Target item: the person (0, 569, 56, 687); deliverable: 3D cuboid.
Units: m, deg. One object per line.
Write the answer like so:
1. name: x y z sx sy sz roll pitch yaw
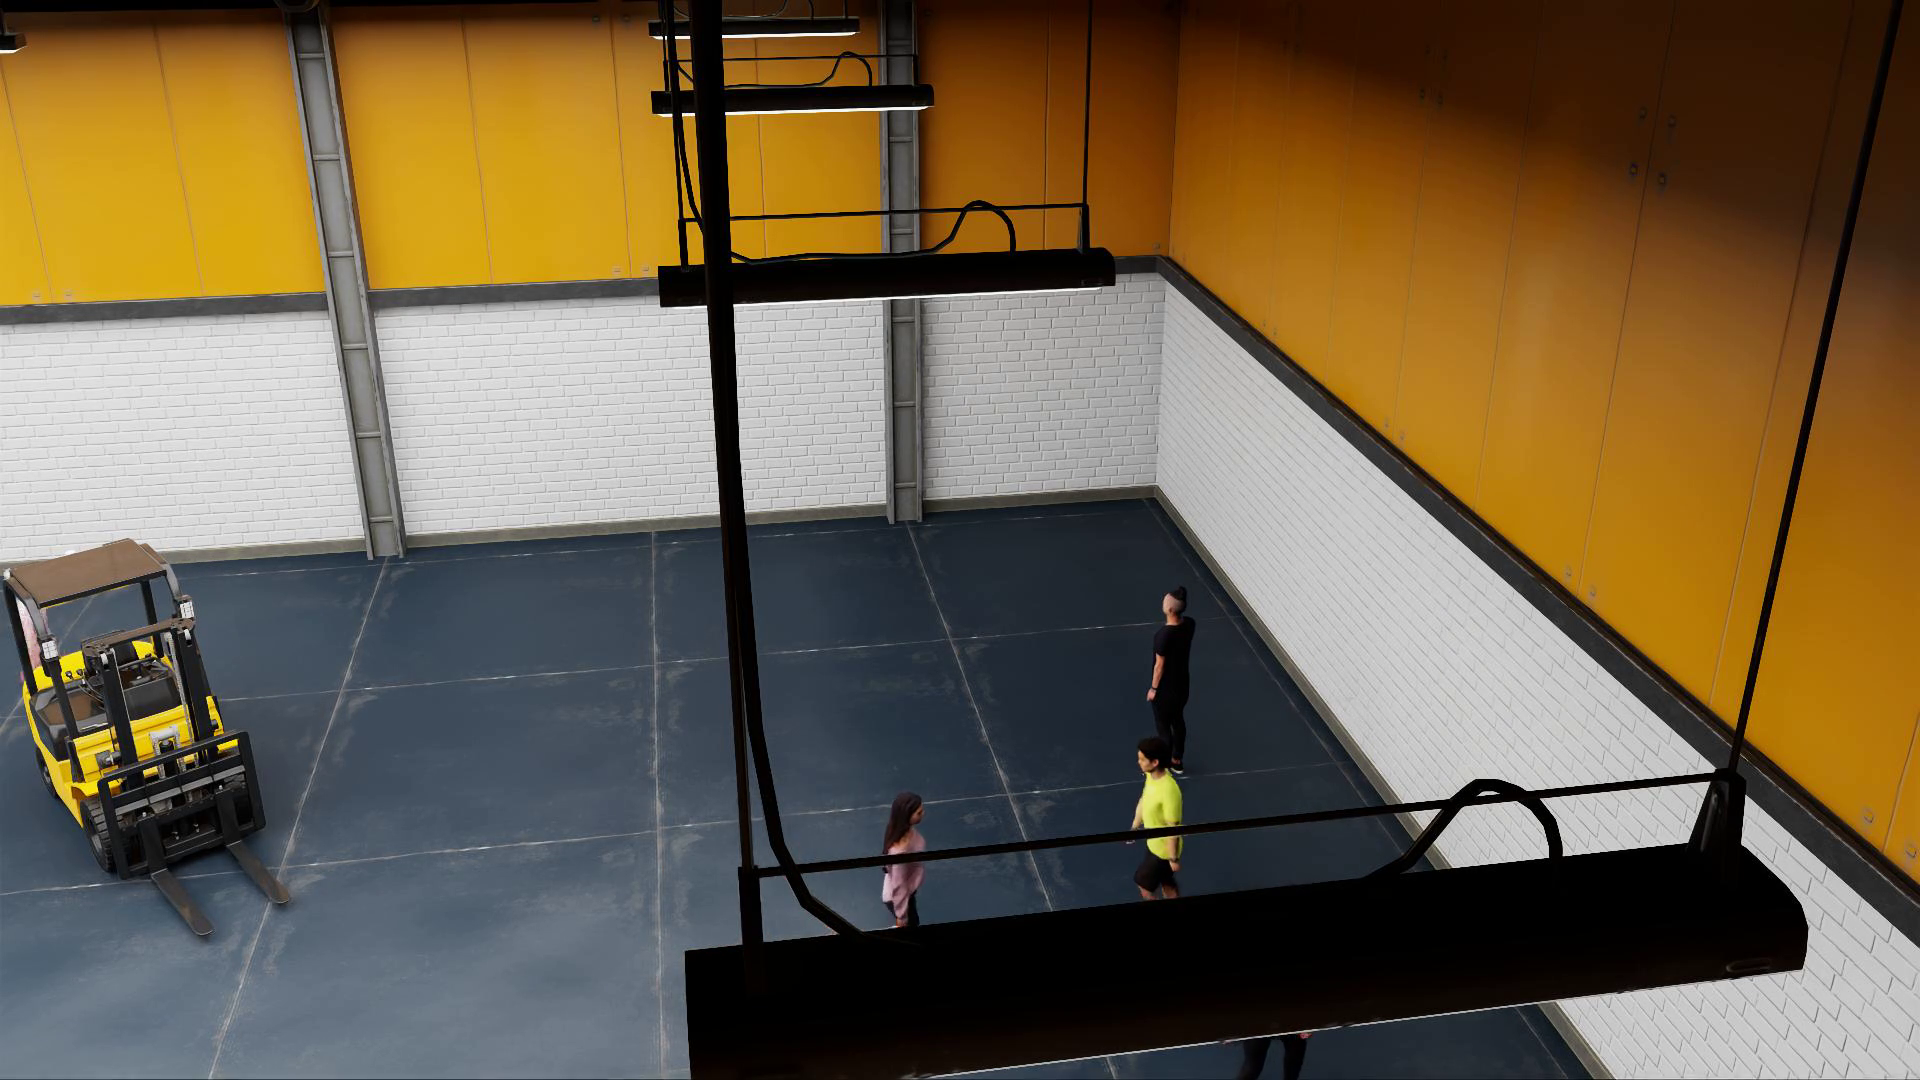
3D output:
1. person: -8.271 1.000 15.075 0.779 1.684 0.686 -10 25 -21

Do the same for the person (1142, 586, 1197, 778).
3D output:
1. person: 1.818 1.221 14.348 0.830 1.862 0.755 18 29 35

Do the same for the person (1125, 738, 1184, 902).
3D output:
1. person: 1.577 2.216 12.292 0.681 1.686 0.654 -4 24 -9

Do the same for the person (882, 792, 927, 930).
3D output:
1. person: -0.486 2.502 11.507 0.959 1.791 0.760 -1 24 -2

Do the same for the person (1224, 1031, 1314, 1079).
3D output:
1. person: 1.937 2.931 10.371 0.690 1.914 0.967 -5 24 -10
